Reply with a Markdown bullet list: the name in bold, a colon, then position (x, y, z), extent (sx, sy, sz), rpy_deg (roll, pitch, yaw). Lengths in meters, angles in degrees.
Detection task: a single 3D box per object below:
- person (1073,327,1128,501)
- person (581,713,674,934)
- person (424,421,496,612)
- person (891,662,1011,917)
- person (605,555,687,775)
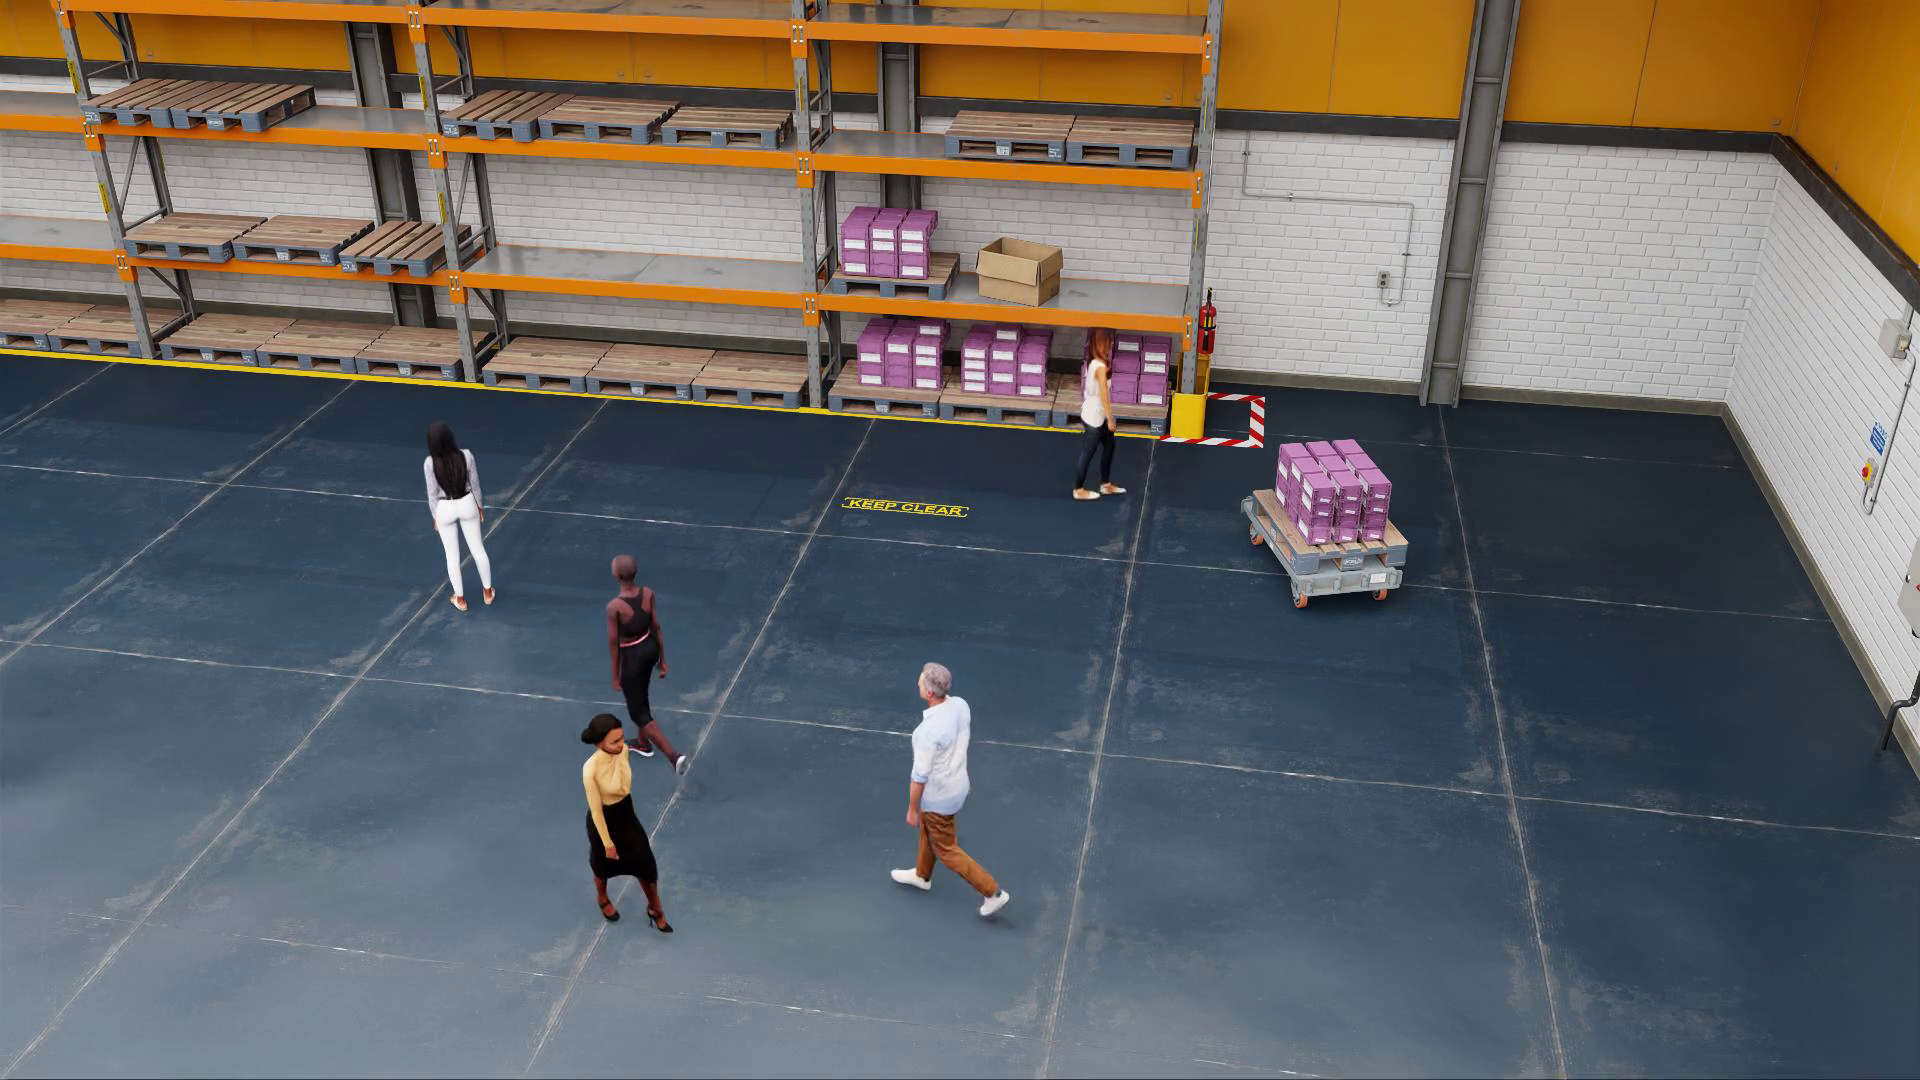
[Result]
- **person**: position (1.196, -1.173, 15.774), extent (0.795, 1.773, 0.690), rpy_deg (0, 29, 1)
- **person**: position (-2.260, 1.771, 10.522), extent (0.913, 1.634, 0.775), rpy_deg (19, 34, 31)
- **person**: position (-4.253, -0.216, 14.073), extent (0.636, 1.722, 0.728), rpy_deg (-13, 31, -22)
- **person**: position (-0.039, 1.632, 10.611), extent (1.202, 1.793, 0.871), rpy_deg (12, 31, 21)
- **person**: position (-2.256, 0.933, 11.956), extent (1.105, 1.732, 0.880), rpy_deg (22, 36, 35)
